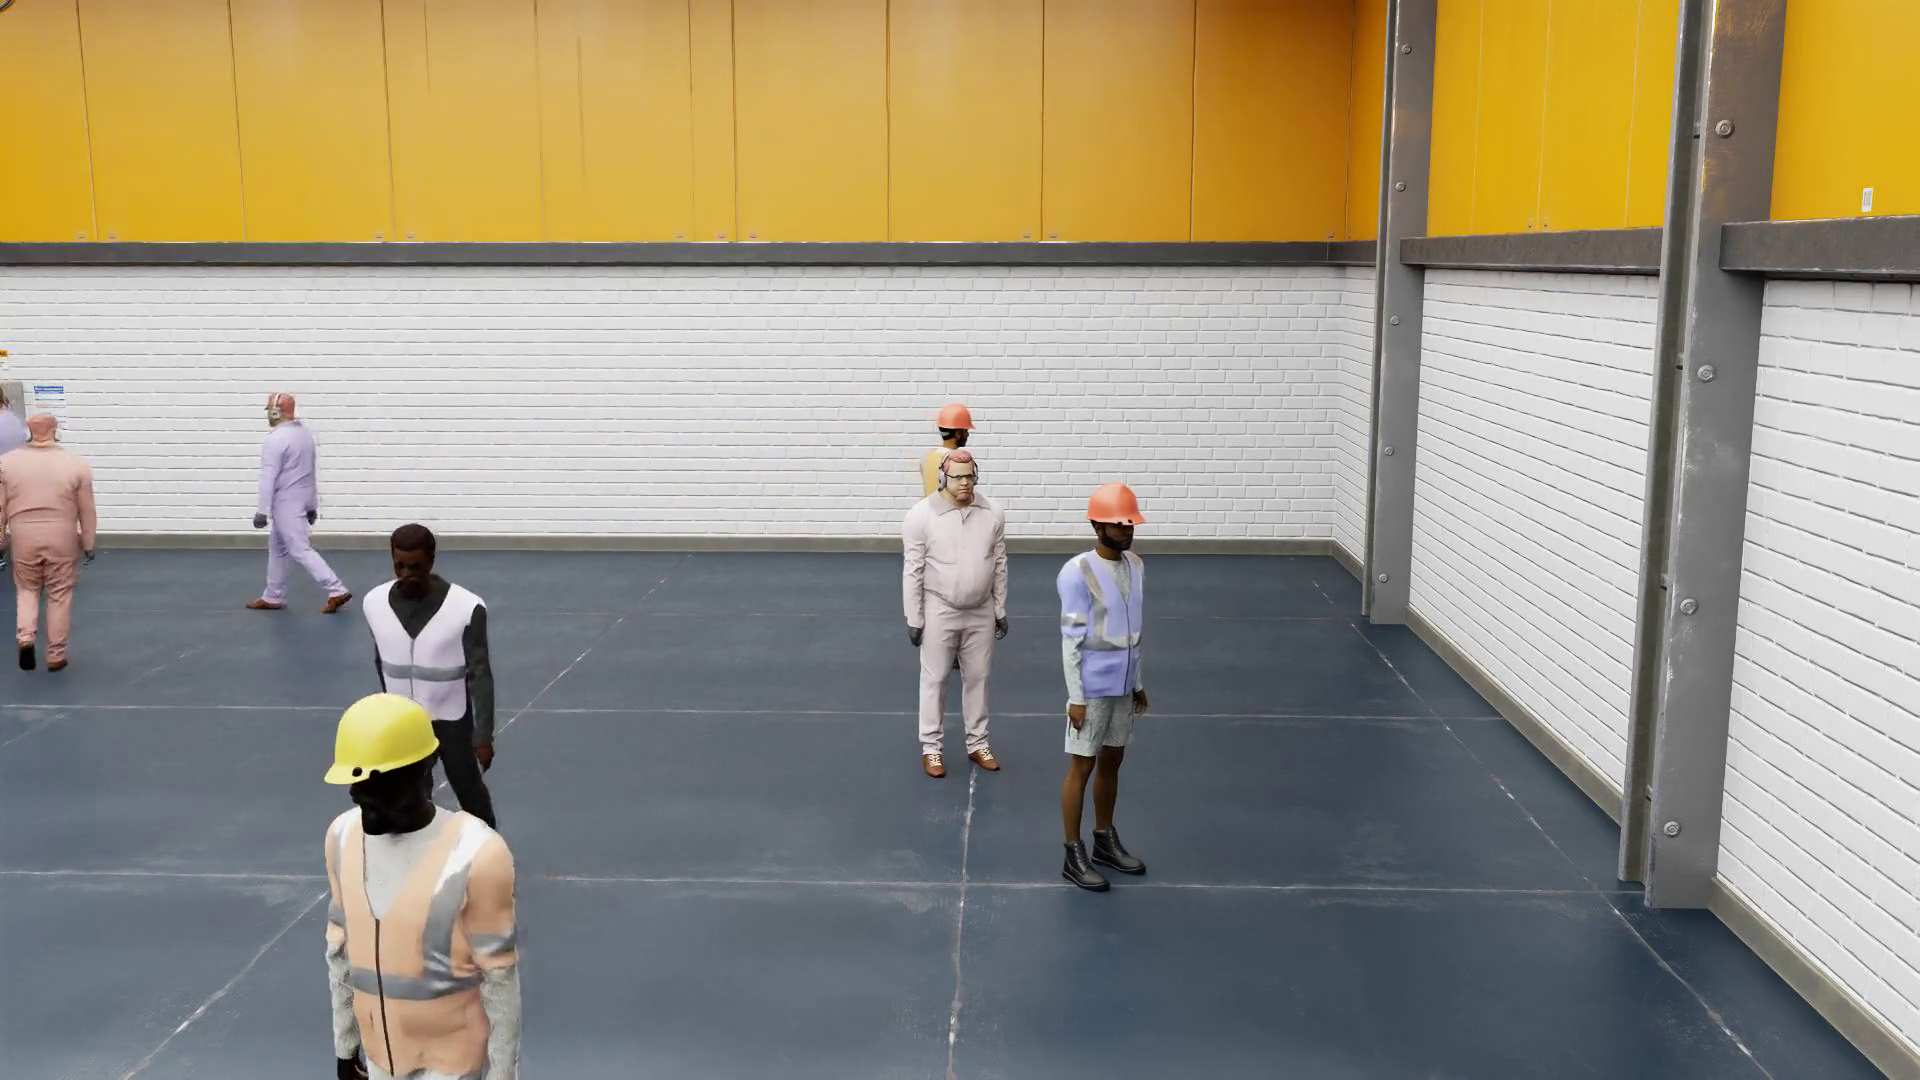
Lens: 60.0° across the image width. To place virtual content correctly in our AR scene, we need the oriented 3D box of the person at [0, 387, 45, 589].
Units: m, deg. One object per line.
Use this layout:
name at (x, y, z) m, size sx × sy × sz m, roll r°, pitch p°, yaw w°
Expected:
person at (-8.509, -0.475, 14.868) m, size 1.009 × 1.898 × 0.647 m, roll 0°, pitch 10°, yaw 0°

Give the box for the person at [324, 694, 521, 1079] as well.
person at (-1.394, 1.303, 4.447) m, size 0.593 × 1.903 × 0.738 m, roll 4°, pitch 11°, yaw 24°

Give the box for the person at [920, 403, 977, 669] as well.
person at (-0.048, -0.027, 12.118) m, size 0.381 × 1.936 × 0.543 m, roll -8°, pitch 13°, yaw -40°

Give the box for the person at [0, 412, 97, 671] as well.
person at (-6.567, 0.027, 11.956) m, size 0.679 × 1.877 × 0.478 m, roll -4°, pitch 10°, yaw -20°

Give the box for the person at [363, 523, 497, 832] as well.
person at (-2.376, 0.793, 7.629) m, size 0.601 × 1.839 × 1.069 m, roll 1°, pitch 10°, yaw 4°

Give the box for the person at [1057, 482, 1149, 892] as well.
person at (0.706, 0.684, 7.933) m, size 0.542 × 1.939 × 0.369 m, roll -9°, pitch 13°, yaw -44°

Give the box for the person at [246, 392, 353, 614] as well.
person at (-5.570, -0.302, 13.925) m, size 0.946 × 1.874 × 0.640 m, roll 0°, pitch 10°, yaw 0°

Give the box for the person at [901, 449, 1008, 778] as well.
person at (-0.012, 0.421, 9.599) m, size 0.640 × 1.902 × 0.402 m, roll -4°, pitch 11°, yaw -24°
